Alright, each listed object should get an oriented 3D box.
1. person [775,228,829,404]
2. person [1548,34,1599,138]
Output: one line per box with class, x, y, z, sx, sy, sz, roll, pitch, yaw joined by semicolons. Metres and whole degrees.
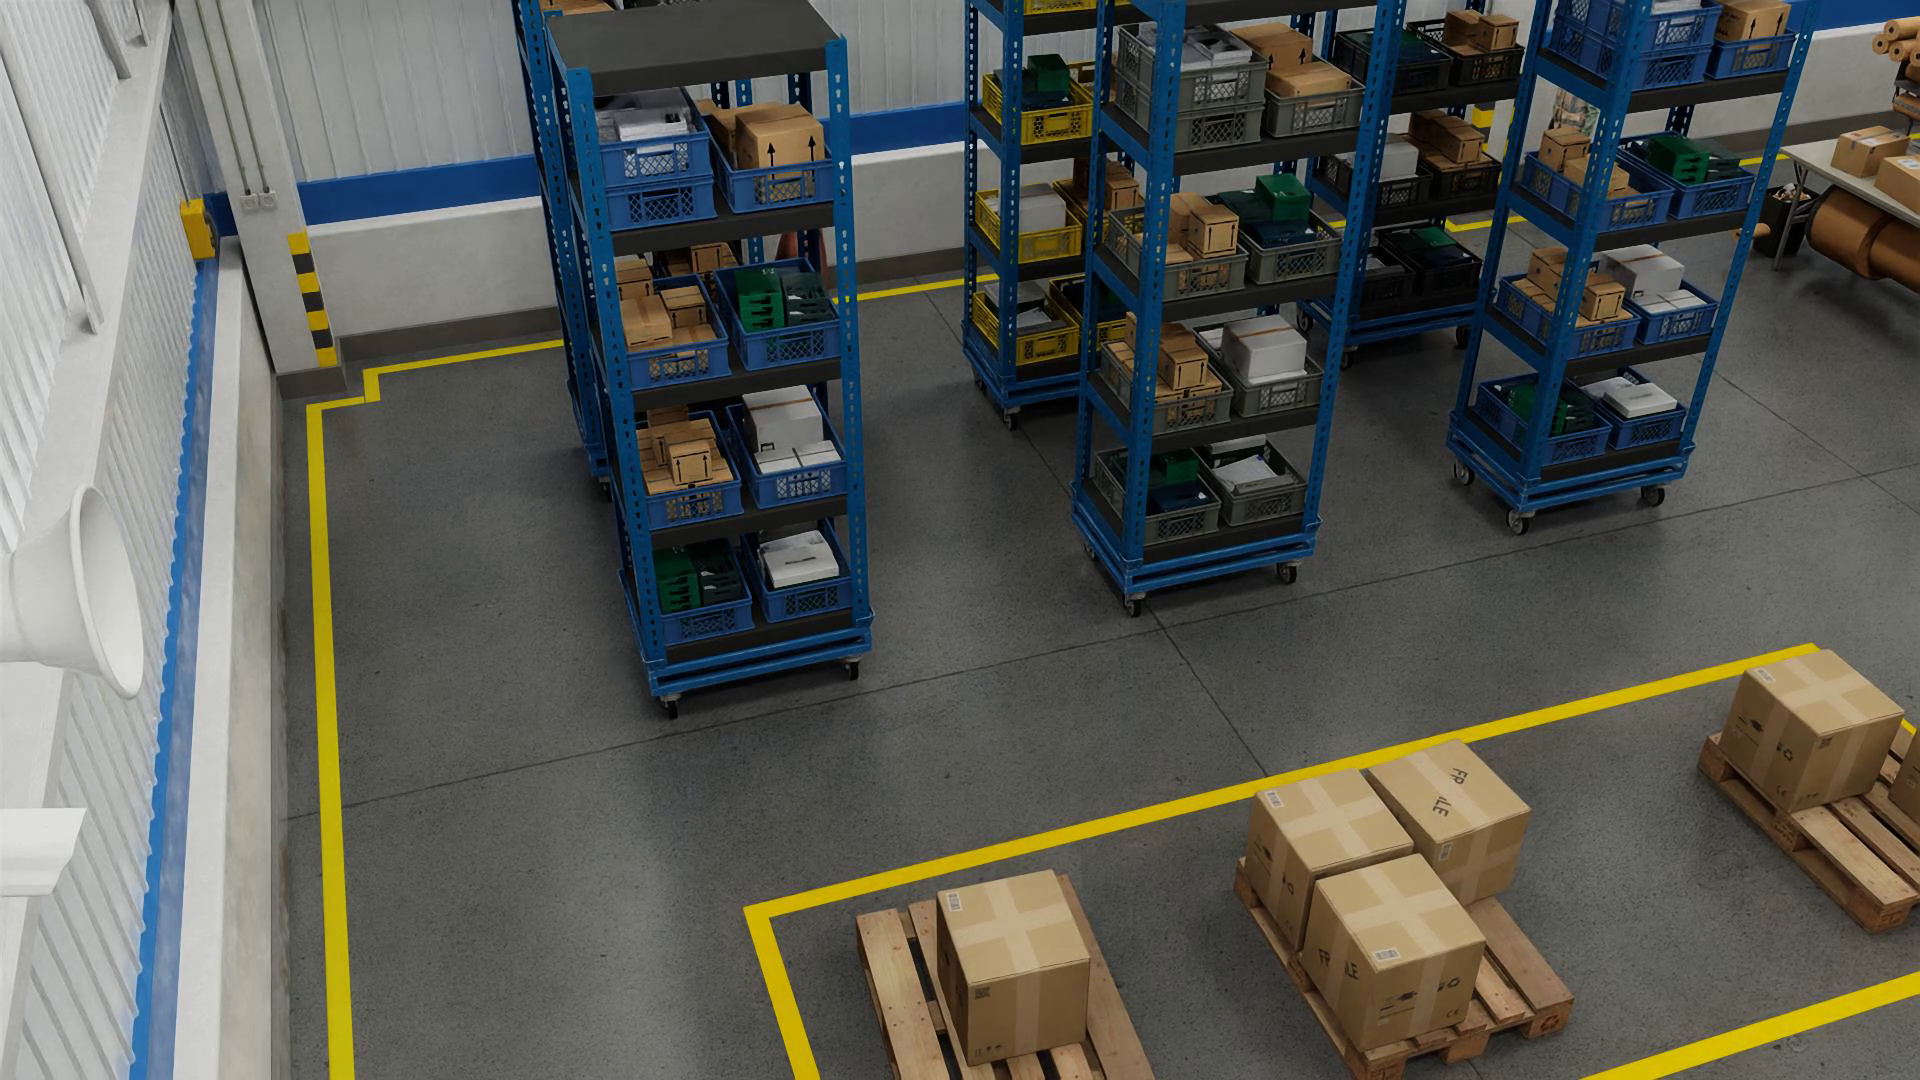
person;-1.019;-1.465;10.623;0.379;1.996;0.611;1;35;1
person;5.001;-3.360;13.612;0.309;1.645;0.514;-9;36;-13
